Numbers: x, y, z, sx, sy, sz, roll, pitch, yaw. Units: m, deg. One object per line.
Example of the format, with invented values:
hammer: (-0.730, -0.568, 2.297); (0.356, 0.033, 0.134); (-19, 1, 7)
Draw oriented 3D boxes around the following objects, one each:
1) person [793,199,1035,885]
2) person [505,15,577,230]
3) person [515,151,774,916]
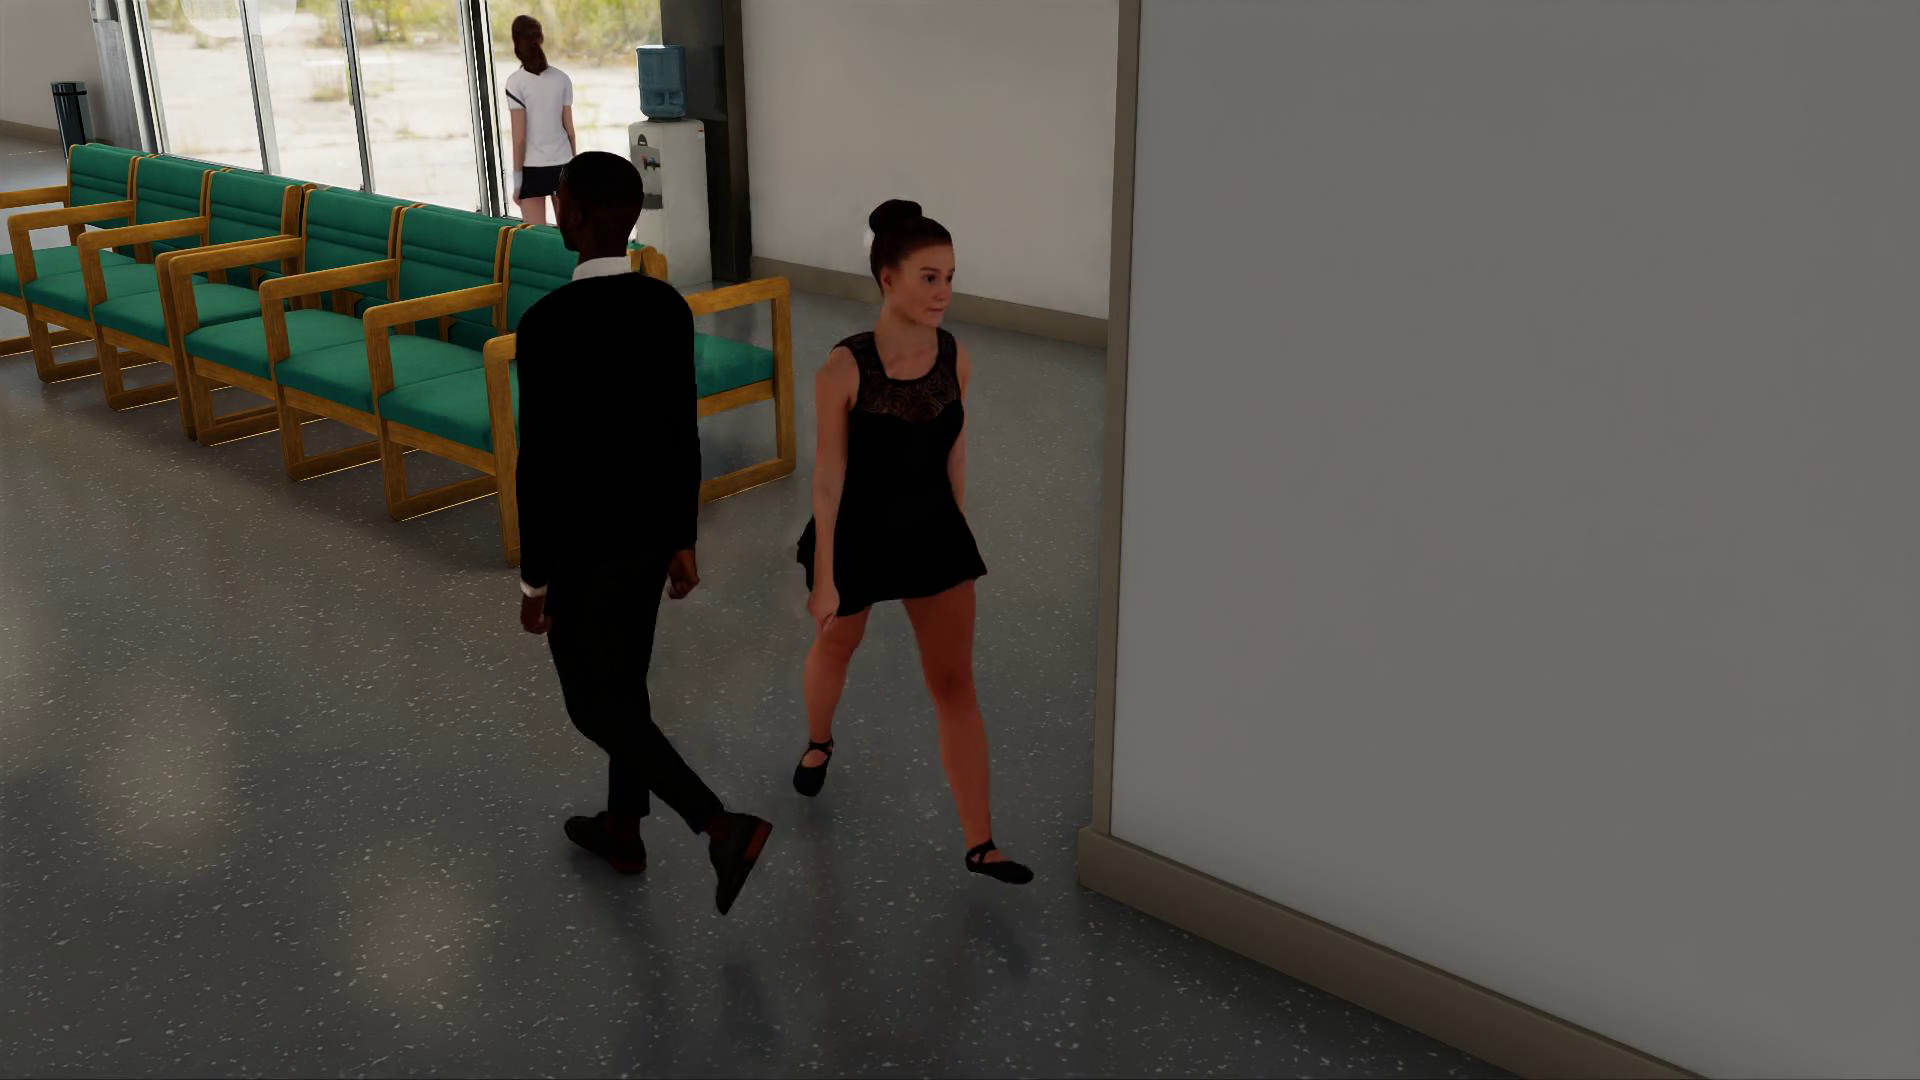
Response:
person: (-0.211, 0.011, 4.127); (1.174, 1.622, 0.996); (-9, 23, -24)
person: (-2.338, -2.053, 9.396); (0.505, 1.749, 0.651); (-16, 26, -36)
person: (-0.737, 0.040, 3.807); (0.738, 1.794, 0.953); (15, 26, 35)
